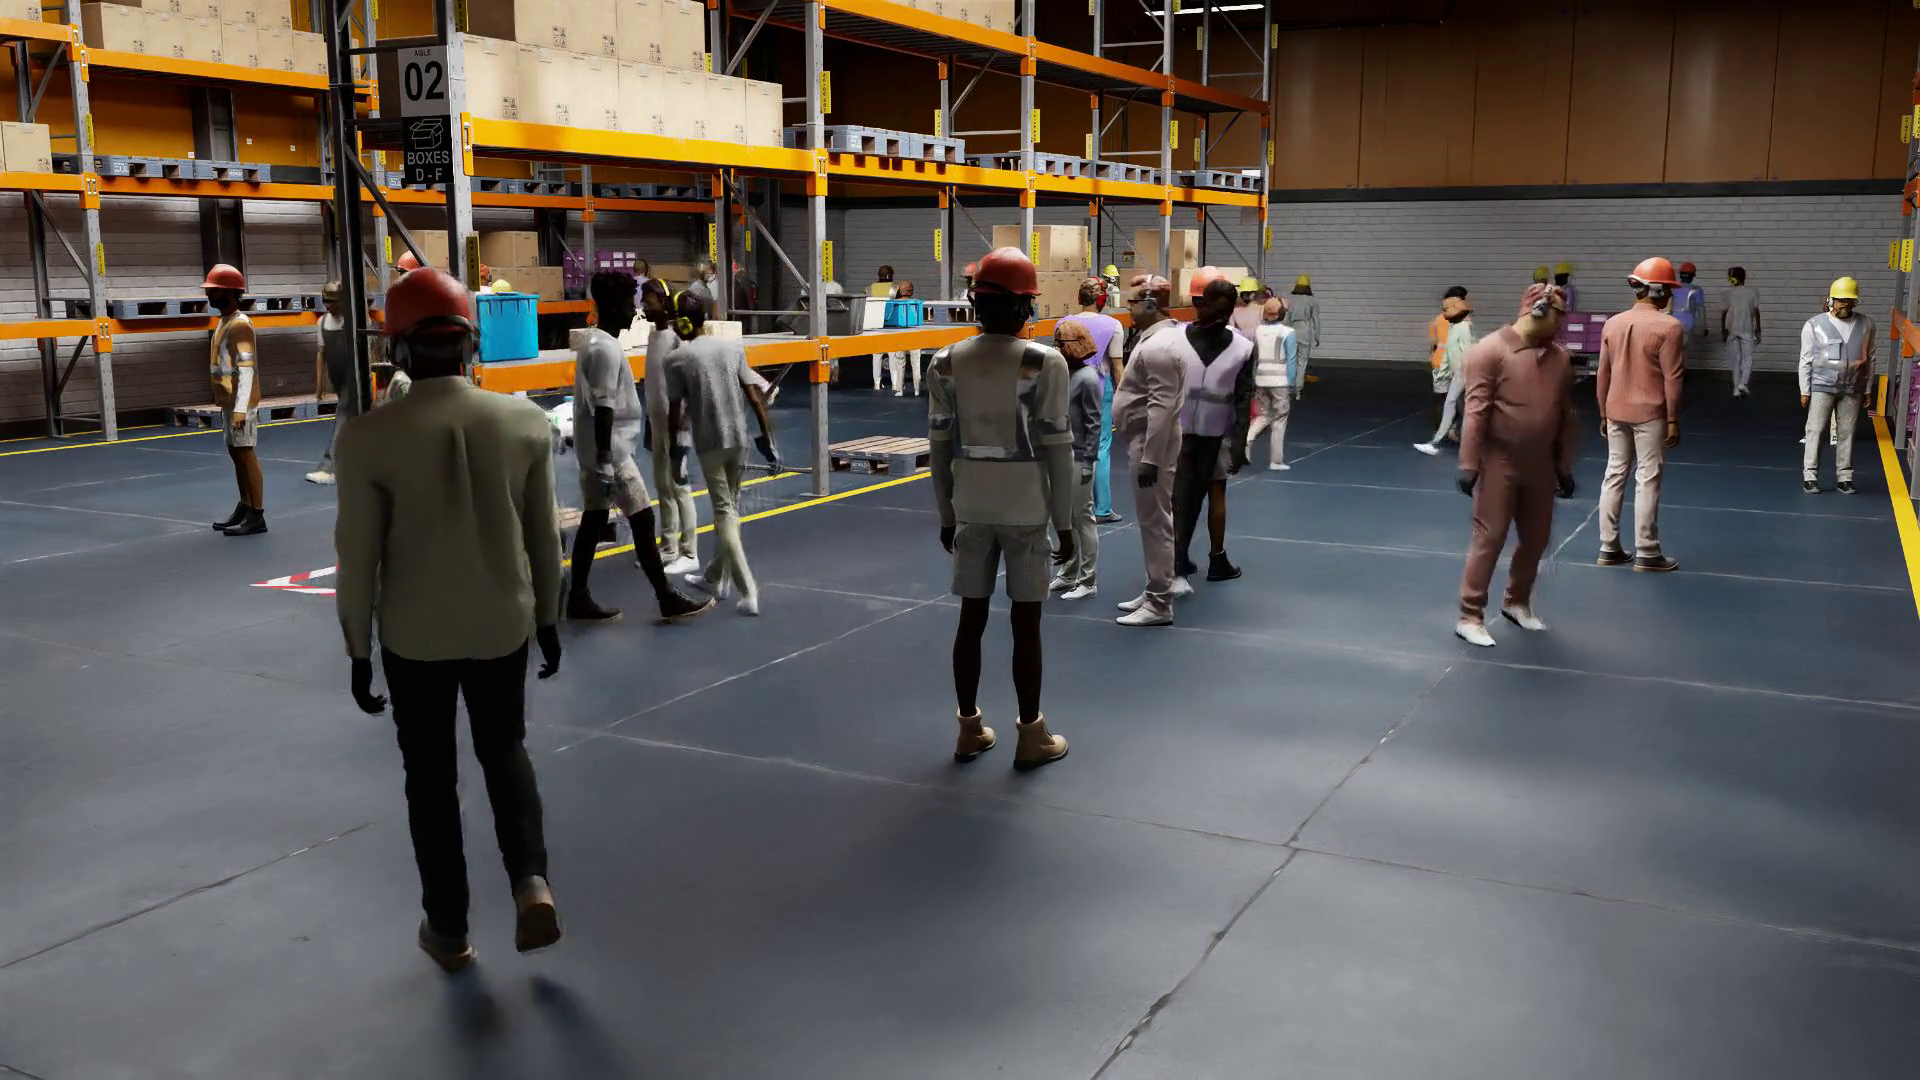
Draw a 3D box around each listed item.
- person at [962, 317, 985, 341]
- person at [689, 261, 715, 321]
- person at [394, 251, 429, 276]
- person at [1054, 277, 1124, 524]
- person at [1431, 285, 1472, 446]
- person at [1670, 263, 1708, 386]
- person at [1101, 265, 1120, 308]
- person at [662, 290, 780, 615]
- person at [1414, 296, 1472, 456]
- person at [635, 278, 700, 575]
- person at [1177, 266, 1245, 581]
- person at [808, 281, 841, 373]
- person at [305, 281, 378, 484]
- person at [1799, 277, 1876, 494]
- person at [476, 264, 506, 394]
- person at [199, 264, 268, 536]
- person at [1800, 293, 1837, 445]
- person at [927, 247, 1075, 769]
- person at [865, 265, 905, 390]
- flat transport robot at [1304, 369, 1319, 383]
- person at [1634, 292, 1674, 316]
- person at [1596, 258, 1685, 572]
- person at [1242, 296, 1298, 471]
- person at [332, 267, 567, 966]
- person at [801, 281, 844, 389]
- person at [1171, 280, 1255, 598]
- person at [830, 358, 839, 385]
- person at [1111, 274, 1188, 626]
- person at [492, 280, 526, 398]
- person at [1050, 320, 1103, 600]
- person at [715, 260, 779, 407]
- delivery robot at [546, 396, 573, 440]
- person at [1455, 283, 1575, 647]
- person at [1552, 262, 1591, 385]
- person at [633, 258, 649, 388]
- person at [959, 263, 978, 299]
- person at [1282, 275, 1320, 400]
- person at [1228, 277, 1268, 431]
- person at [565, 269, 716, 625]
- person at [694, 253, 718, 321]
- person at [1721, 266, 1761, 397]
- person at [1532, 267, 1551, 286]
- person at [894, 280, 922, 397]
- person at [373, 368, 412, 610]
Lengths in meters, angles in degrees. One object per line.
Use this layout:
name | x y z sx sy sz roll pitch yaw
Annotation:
person | 0.227 -0.984 12.566 0.536 1.696 0.322 4 11 21
person | -3.321 -2.724 22.036 0.929 1.896 0.636 1 10 8
person | -4.721 -1.493 14.513 0.614 2.042 0.373 9 13 43
person | 0.959 -1.035 12.438 0.568 1.841 0.374 6 11 30
person | 5.136 -1.809 17.357 0.373 1.681 0.547 -5 11 -28
person | 10.864 -3.223 25.010 1.029 1.882 0.558 -9 13 -42
person | 2.341 -3.365 25.956 0.404 1.833 0.590 -7 12 -34
person | -1.405 -0.506 9.465 0.601 1.809 0.874 -7 12 -37
person | 4.925 -1.627 16.628 0.779 1.587 0.523 1 10 4
person | -1.858 -0.716 10.528 0.310 1.865 0.532 -8 12 -38
person | 1.519 -0.714 10.293 0.551 1.942 0.345 6 12 33
person | -2.285 -3.725 28.019 0.636 1.840 0.429 6 11 29
person | -5.425 -1.392 14.706 0.524 1.776 0.968 5 11 29
person | 7.370 -1.290 13.982 0.590 1.825 0.403 2 10 9
person | -5.889 -2.481 20.681 0.572 1.887 0.356 -3 10 -18
person | -5.229 -1.002 11.965 0.352 1.942 0.545 -7 12 -35
person | 9.195 -1.820 17.583 0.499 1.634 0.281 8 13 38
person | 0.172 -0.118 6.549 0.608 2.044 0.370 5 11 25
person | -1.092 -3.141 24.657 0.619 1.838 0.430 3 10 19
flat transport robot | 4.773 -2.512 25.536 1.431 0.197 0.652 -7 12 -35
person | 8.749 -2.579 21.133 0.369 1.927 0.587 -5 11 -27
person | 4.357 -0.797 10.637 0.392 1.990 0.612 -5 11 -27
person | 2.860 -1.428 15.350 0.480 1.627 0.518 -7 12 -36
person | -1.391 0.247 4.603 0.635 1.983 0.537 -7 12 -34
person | -2.044 -3.095 24.259 0.666 1.871 1.048 2 10 9
person | 1.395 -0.585 9.776 0.662 1.855 0.930 0 10 -1
person | -2.017 -3.181 24.794 0.574 1.867 0.582 -3 10 -18
person | 1.027 -0.486 9.082 0.407 1.905 0.655 1 10 8
person | -4.375 -1.609 16.003 0.532 1.765 0.338 -4 11 -24
person | 0.657 -0.468 9.763 0.276 1.633 0.507 -4 11 -23
person | -2.764 -2.615 21.266 0.767 1.966 0.626 -2 10 -11
delivery robot | -3.979 -1.223 16.979 0.477 0.478 0.707 6 12 32
person | 2.880 -0.406 8.733 0.707 1.876 0.486 -4 11 -21
person | 9.200 -3.280 25.333 0.937 1.894 0.591 2 10 12
person | -4.735 -3.225 24.841 0.632 1.940 0.368 5 11 26
person | 0.221 -2.497 20.771 0.856 1.896 0.552 1 10 6
person | 4.750 -2.813 23.119 0.503 1.697 0.870 4 11 23
person | 3.212 -2.049 18.575 0.546 1.748 0.516 6 11 31
person | -1.758 -0.486 8.997 0.860 1.931 0.643 -4 10 -20
person | -3.700 -3.218 24.504 0.665 2.000 0.688 -3 10 -16
person | 10.977 -2.915 23.355 0.552 1.831 0.420 8 13 40
person | 9.173 -3.405 26.327 0.455 1.813 0.613 7 12 33
person | -0.744 -2.823 23.384 0.522 1.636 0.310 -2 10 -11
person | -3.037 -0.392 9.367 0.686 1.611 0.564 -4 11 -23
